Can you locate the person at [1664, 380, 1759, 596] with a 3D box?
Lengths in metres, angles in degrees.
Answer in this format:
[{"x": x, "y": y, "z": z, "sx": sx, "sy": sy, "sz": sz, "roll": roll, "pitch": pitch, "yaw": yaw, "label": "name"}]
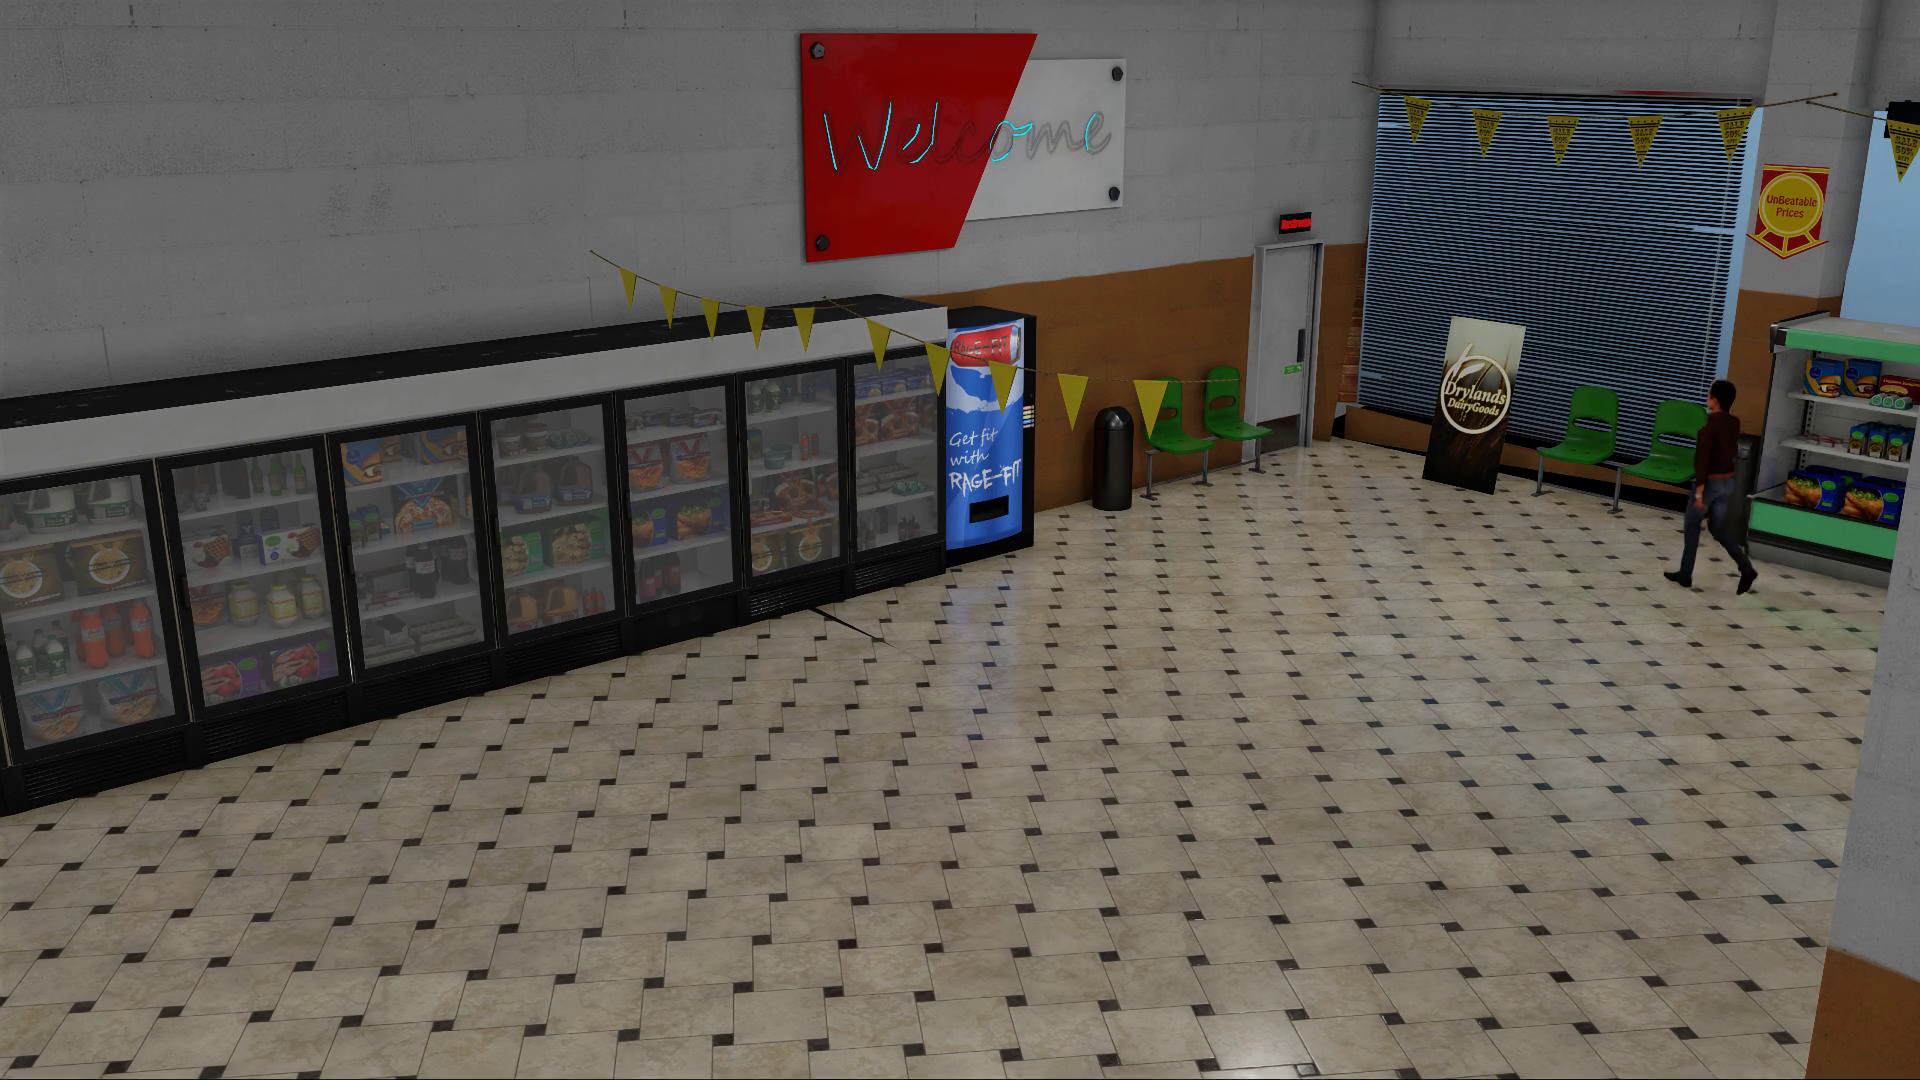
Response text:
[{"x": 6.189, "y": -0.399, "z": 13.496, "sx": 0.788, "sy": 1.761, "sz": 1.100, "roll": -9, "pitch": 19, "yaw": -28, "label": "person"}]
